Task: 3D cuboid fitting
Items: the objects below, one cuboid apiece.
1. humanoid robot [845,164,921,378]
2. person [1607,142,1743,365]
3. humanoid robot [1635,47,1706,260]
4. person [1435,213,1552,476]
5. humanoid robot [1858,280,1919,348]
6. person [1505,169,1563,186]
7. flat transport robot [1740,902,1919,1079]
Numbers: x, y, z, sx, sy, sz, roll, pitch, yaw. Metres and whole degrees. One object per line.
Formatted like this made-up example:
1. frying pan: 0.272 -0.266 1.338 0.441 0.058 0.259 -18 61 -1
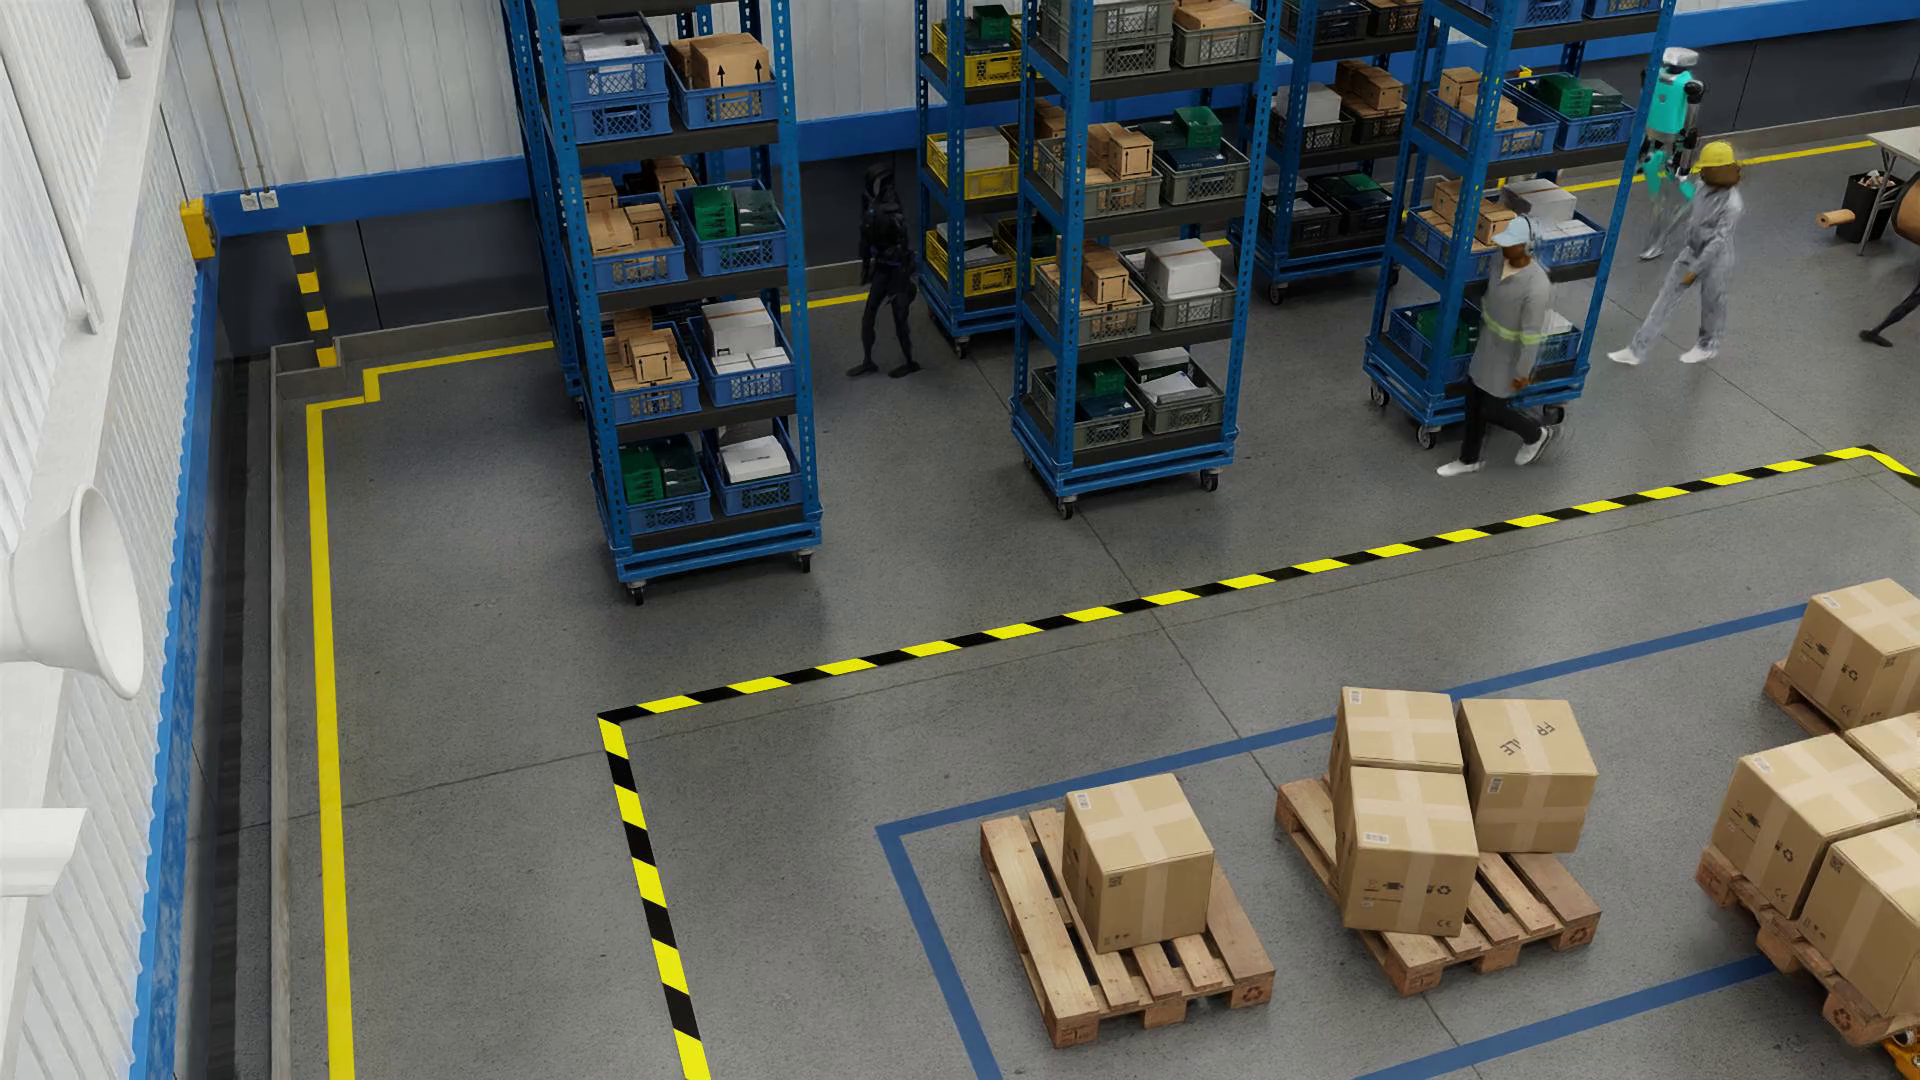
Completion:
1. humanoid robot: -0.507 -1.823 11.428 0.533 1.642 0.585 -23 41 -29
2. person: 5.107 -1.937 11.592 0.885 1.653 0.483 -11 37 -16
3. humanoid robot: 5.621 -2.976 13.099 0.760 1.888 0.545 -19 40 -25
4. person: 3.445 -1.195 10.398 0.608 1.833 0.585 -8 36 -12
5. humanoid robot: 7.025 -2.056 11.780 0.771 1.627 0.587 21 40 26
6. person: 4.029 -2.285 11.928 0.505 1.844 0.342 -17 38 -22
7. flat transport robot: 4.106 1.814 7.460 0.652 0.197 1.431 -11 37 -15
